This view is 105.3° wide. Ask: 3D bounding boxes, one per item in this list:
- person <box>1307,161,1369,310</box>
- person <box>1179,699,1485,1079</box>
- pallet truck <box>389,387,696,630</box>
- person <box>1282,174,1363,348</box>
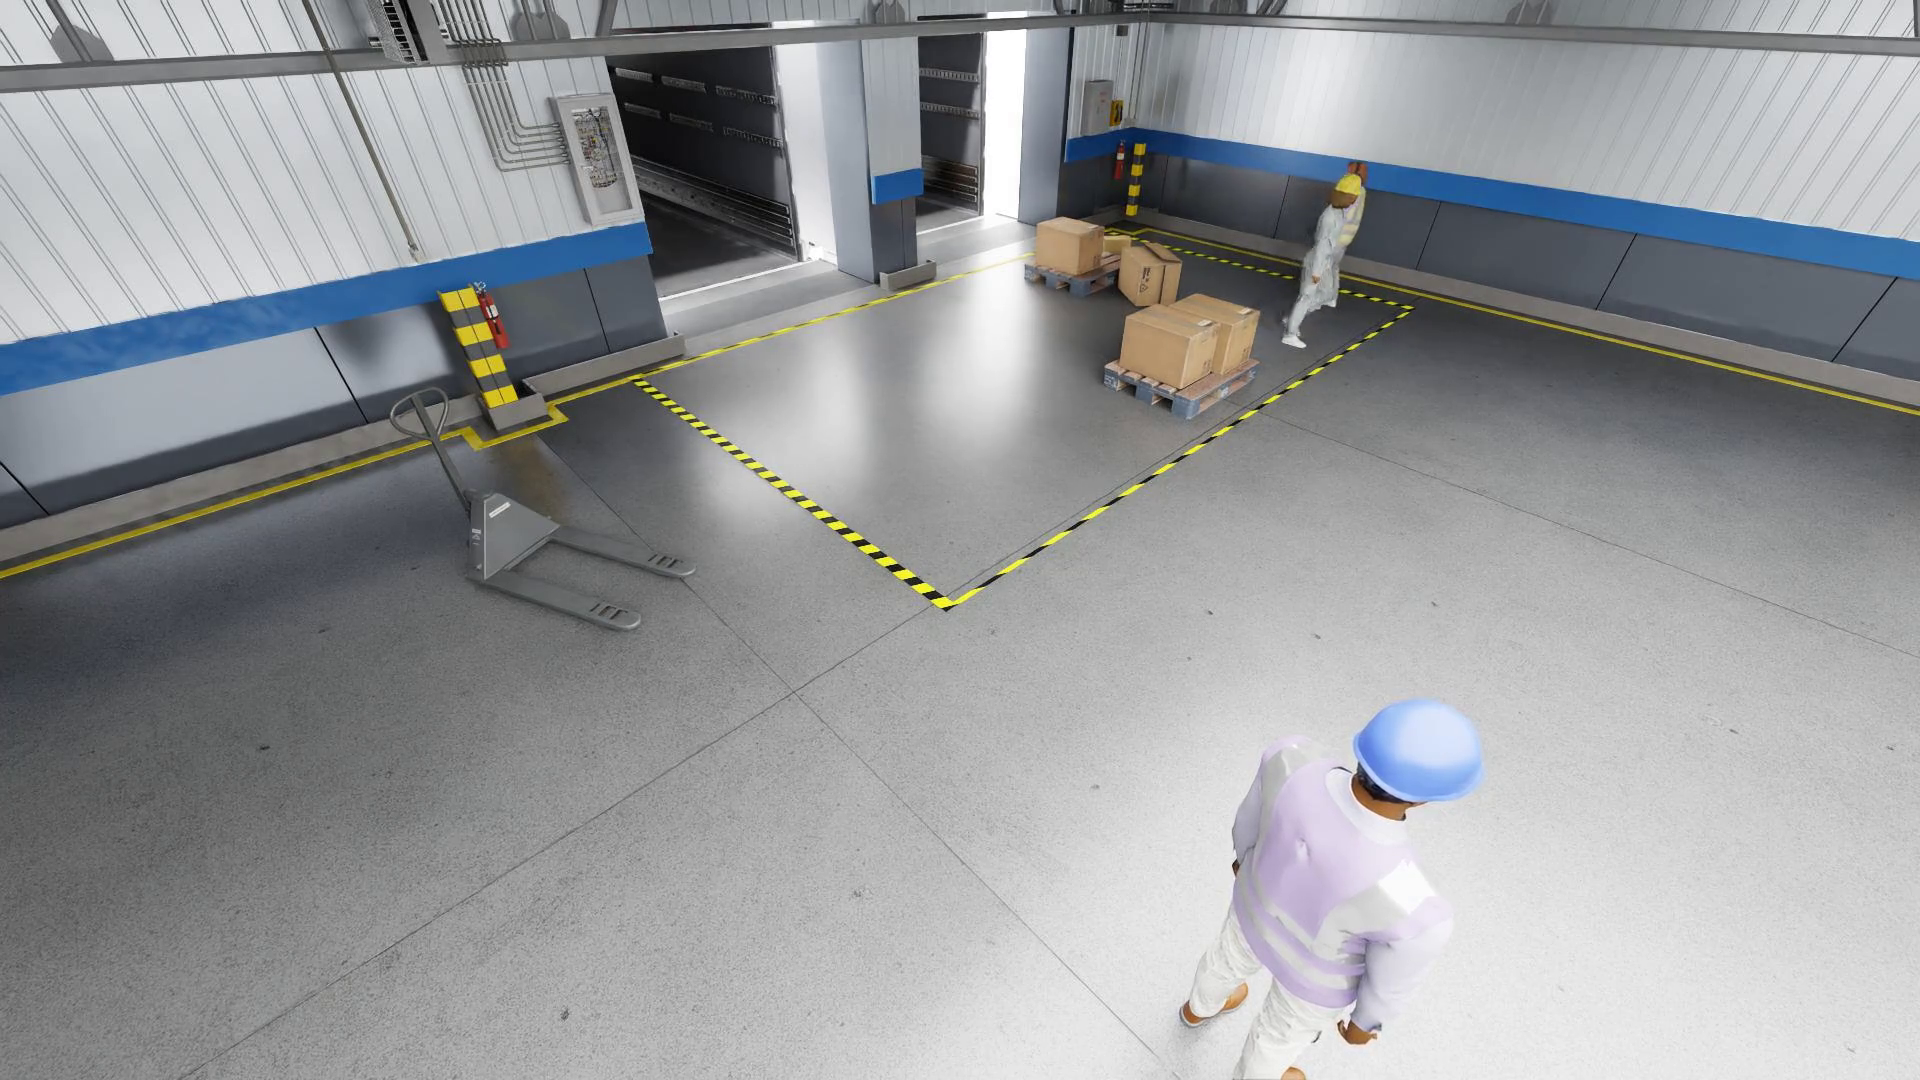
[{"bbox_3d":[4.319,-3.517,8.526,0.519,1.622,0.594,25,44,29],"label":"person"},{"bbox_3d":[1.030,1.157,2.196,0.387,1.946,0.613,-12,39,-15],"label":"person"},{"bbox_3d":[-2.613,-0.247,4.593,1.601,1.201,0.680,14,40,17],"label":"pallet truck"},{"bbox_3d":[3.684,-2.831,7.531,0.434,1.724,0.509,25,44,29],"label":"person"}]
